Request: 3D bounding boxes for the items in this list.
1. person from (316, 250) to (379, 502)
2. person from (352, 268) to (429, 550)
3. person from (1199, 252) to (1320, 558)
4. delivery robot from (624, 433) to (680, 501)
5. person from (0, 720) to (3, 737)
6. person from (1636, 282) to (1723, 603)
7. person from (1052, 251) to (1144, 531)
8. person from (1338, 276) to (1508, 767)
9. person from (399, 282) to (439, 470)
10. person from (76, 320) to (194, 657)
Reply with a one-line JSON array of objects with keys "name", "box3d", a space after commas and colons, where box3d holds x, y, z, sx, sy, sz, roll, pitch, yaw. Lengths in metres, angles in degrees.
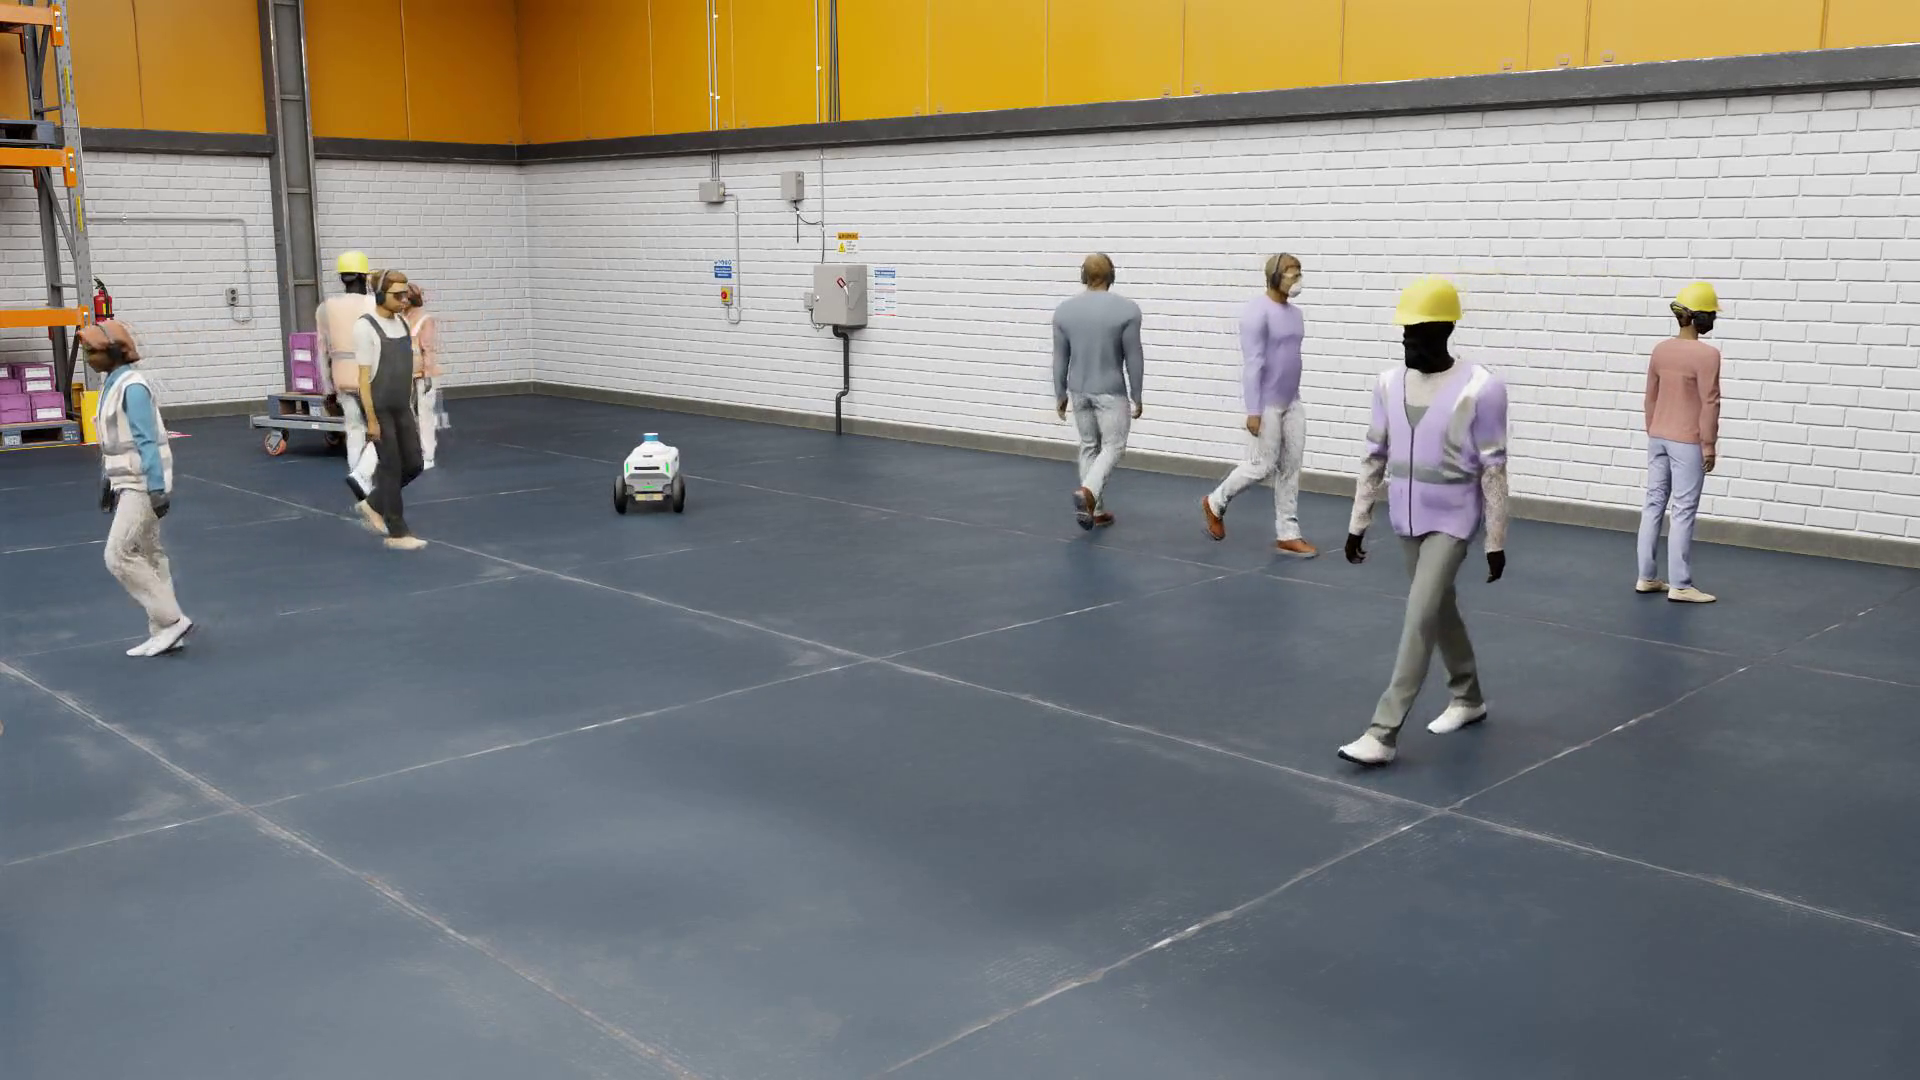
[{"name": "person", "box3d": [-4.402, -1.151, 12.167, 0.614, 1.912, 0.528, 2, 11, 9]}, {"name": "person", "box3d": [-3.711, -0.828, 10.674, 0.513, 1.822, 0.525, 4, 11, 21]}, {"name": "person", "box3d": [1.934, -0.856, 10.531, 0.754, 1.921, 0.637, 9, 14, 42]}, {"name": "delivery robot", "box3d": [-2.283, -0.551, 12.346, 0.477, 0.478, 0.707, -1, 10, -4]}, {"name": "person", "box3d": [-3.983, 0.015, 6.098, 0.652, 1.801, 0.897, 0, 10, 1]}, {"name": "person", "box3d": [4.015, -0.541, 9.242, 0.330, 1.768, 0.526, -3, 11, -16]}, {"name": "person", "box3d": [0.914, -0.993, 11.293, 0.639, 1.924, 0.743, 5, 12, 27]}, {"name": "person", "box3d": [1.825, -0.086, 6.491, 1.021, 1.869, 0.609, -7, 12, -33]}, {"name": "person", "box3d": [-4.678, -1.405, 14.327, 0.520, 1.624, 0.369, 6, 12, 30]}, {"name": "person", "box3d": [-3.948, -0.234, 7.937, 0.372, 1.620, 0.547, -8, 13, -37]}]
